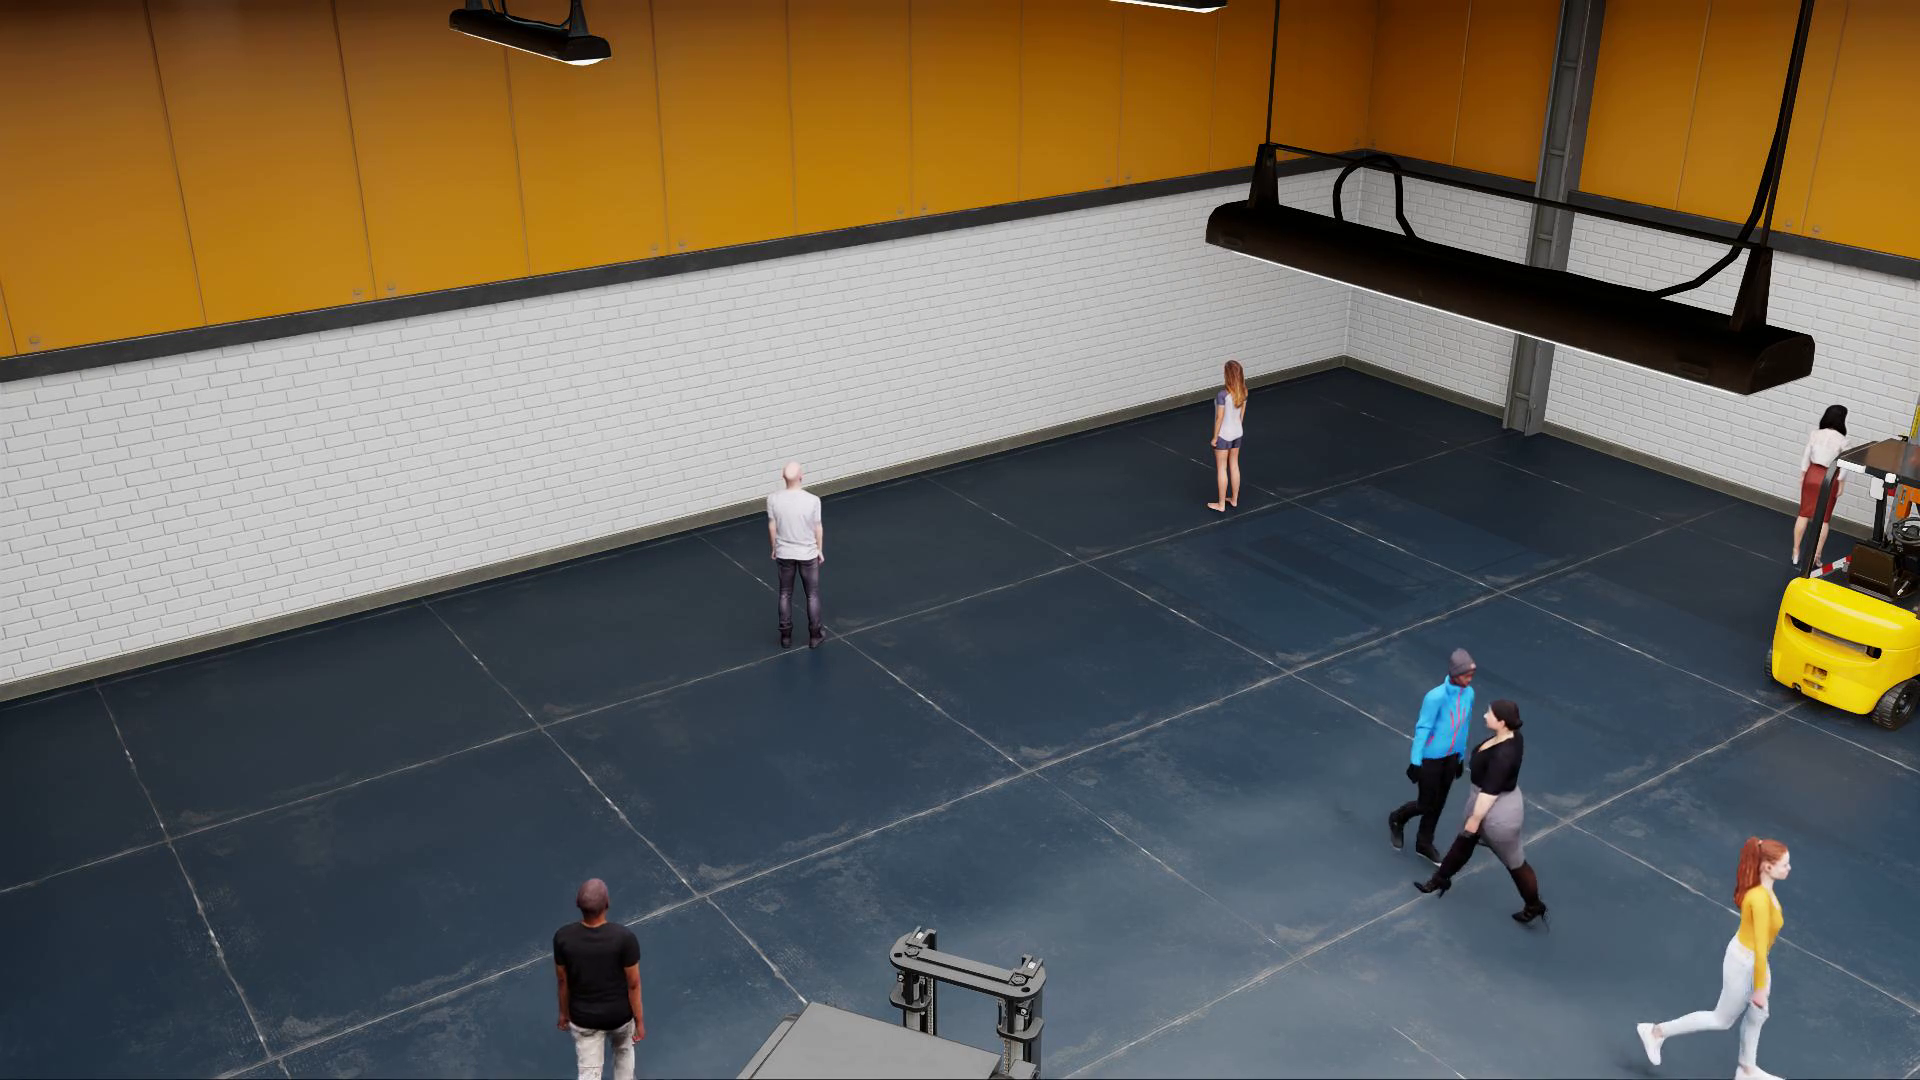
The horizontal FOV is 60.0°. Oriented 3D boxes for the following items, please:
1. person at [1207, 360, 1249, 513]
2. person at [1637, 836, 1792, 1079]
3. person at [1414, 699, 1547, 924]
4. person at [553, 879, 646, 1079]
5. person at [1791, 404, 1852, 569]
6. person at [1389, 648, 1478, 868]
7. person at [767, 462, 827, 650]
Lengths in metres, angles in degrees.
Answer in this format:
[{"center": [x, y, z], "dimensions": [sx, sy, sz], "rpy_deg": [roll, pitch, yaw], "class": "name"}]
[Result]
[{"center": [2.996, -1.168, 18.528], "dimensions": [0.604, 1.732, 0.543], "rpy_deg": [-17, 29, -34], "class": "person"}, {"center": [4.631, 2.562, 10.001], "dimensions": [1.178, 1.726, 0.963], "rpy_deg": [10, 25, 21], "class": "person"}, {"center": [3.797, 1.926, 11.485], "dimensions": [1.224, 1.703, 1.074], "rpy_deg": [8, 25, 17], "class": "person"}, {"center": [-2.062, 2.769, 9.468], "dimensions": [1.078, 1.774, 1.272], "rpy_deg": [-1, 24, -2], "class": "person"}, {"center": [8.854, -0.557, 17.106], "dimensions": [0.671, 1.750, 0.472], "rpy_deg": [-19, 30, -36], "class": "person"}, {"center": [3.450, 1.547, 12.257], "dimensions": [0.636, 1.779, 0.755], "rpy_deg": [-13, 27, -27], "class": "person"}, {"center": [-1.514, 0.137, 15.416], "dimensions": [0.753, 1.832, 0.795], "rpy_deg": [2, 24, 4], "class": "person"}]
